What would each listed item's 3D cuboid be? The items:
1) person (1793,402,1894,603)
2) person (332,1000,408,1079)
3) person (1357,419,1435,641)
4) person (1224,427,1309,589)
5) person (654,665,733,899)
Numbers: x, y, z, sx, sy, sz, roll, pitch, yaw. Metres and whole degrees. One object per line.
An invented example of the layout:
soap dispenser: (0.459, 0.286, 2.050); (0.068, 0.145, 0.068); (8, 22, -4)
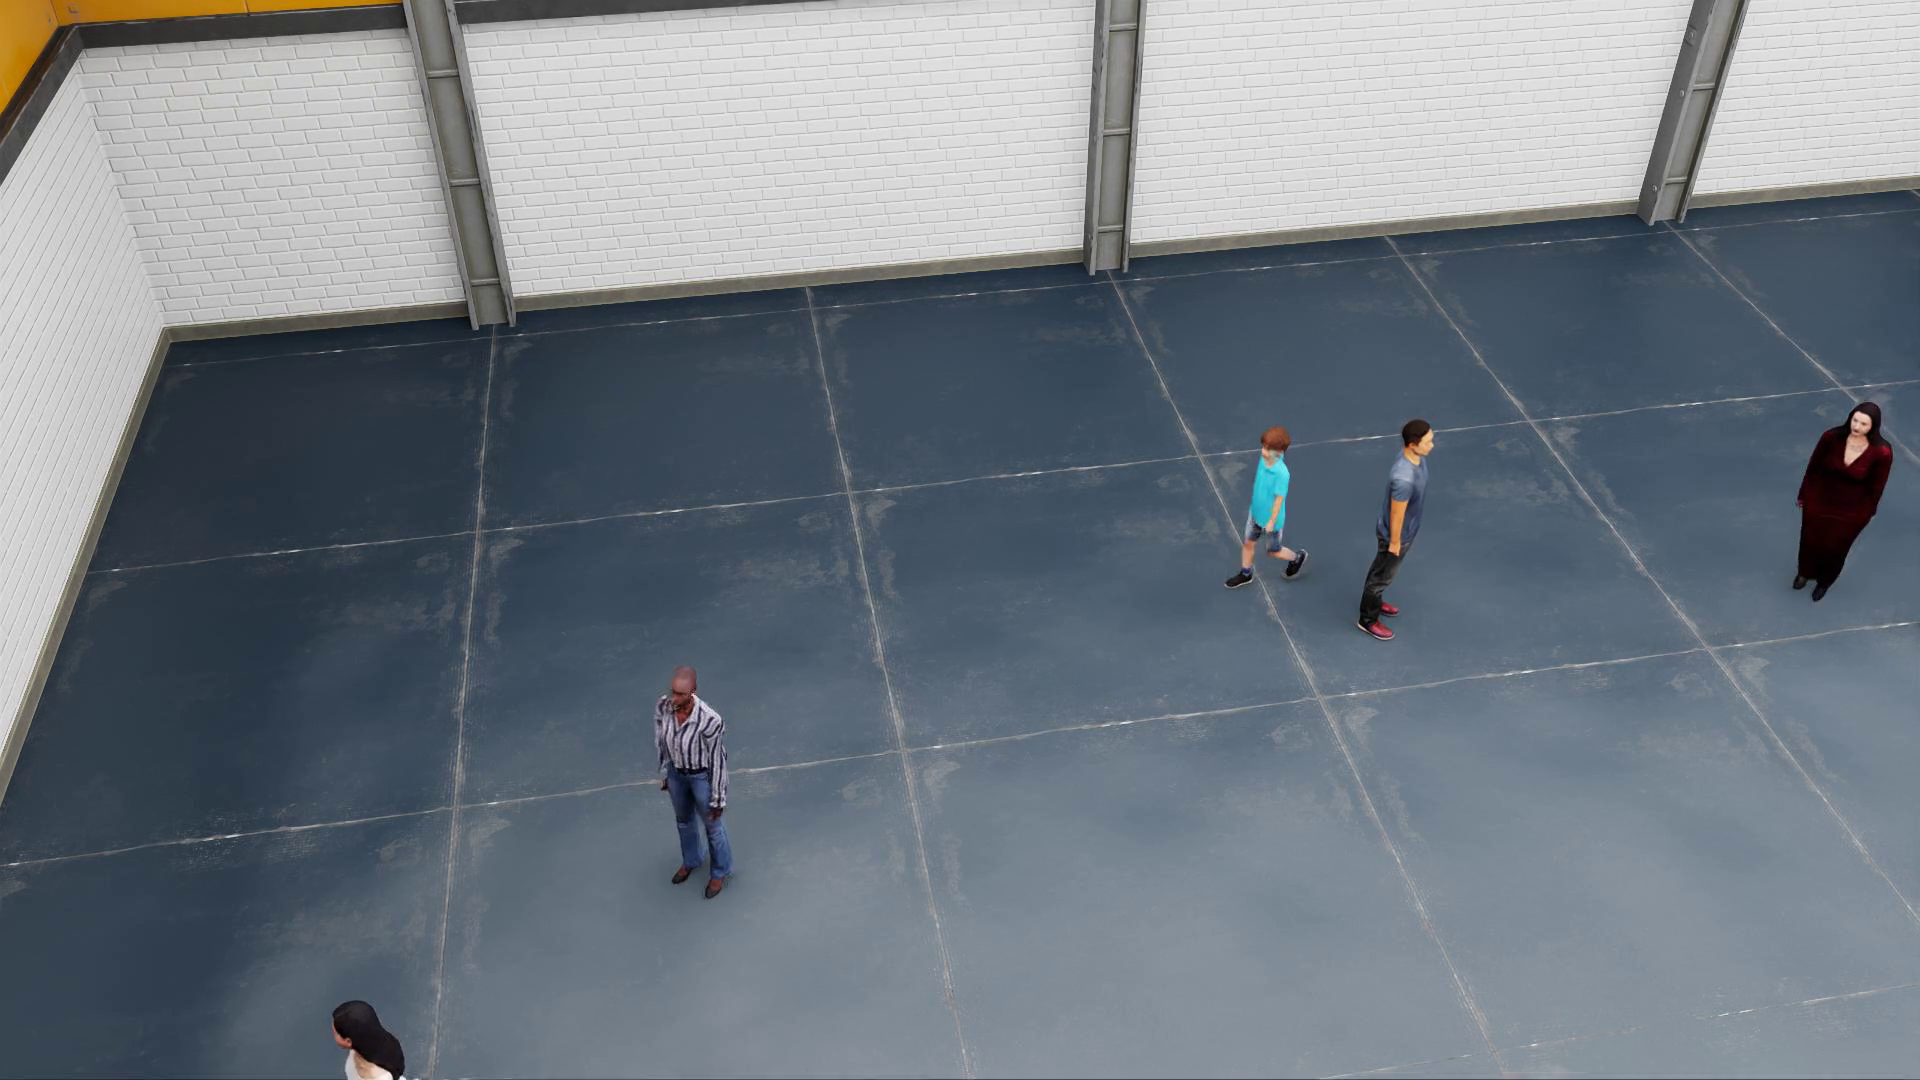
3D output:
person: (6.502, -0.321, 12.260); (0.867, 1.739, 0.923); (31, 48, 33)
person: (-2.704, 2.874, 8.265); (1.243, 1.732, 0.835); (-18, 42, -21)
person: (3.133, -0.111, 11.943); (0.733, 1.808, 0.735); (15, 41, 17)
person: (2.358, -0.234, 12.397); (0.911, 1.433, 0.668); (-17, 42, -20)
person: (-1.590, 1.440, 10.013); (0.692, 1.793, 0.788); (22, 44, 25)
